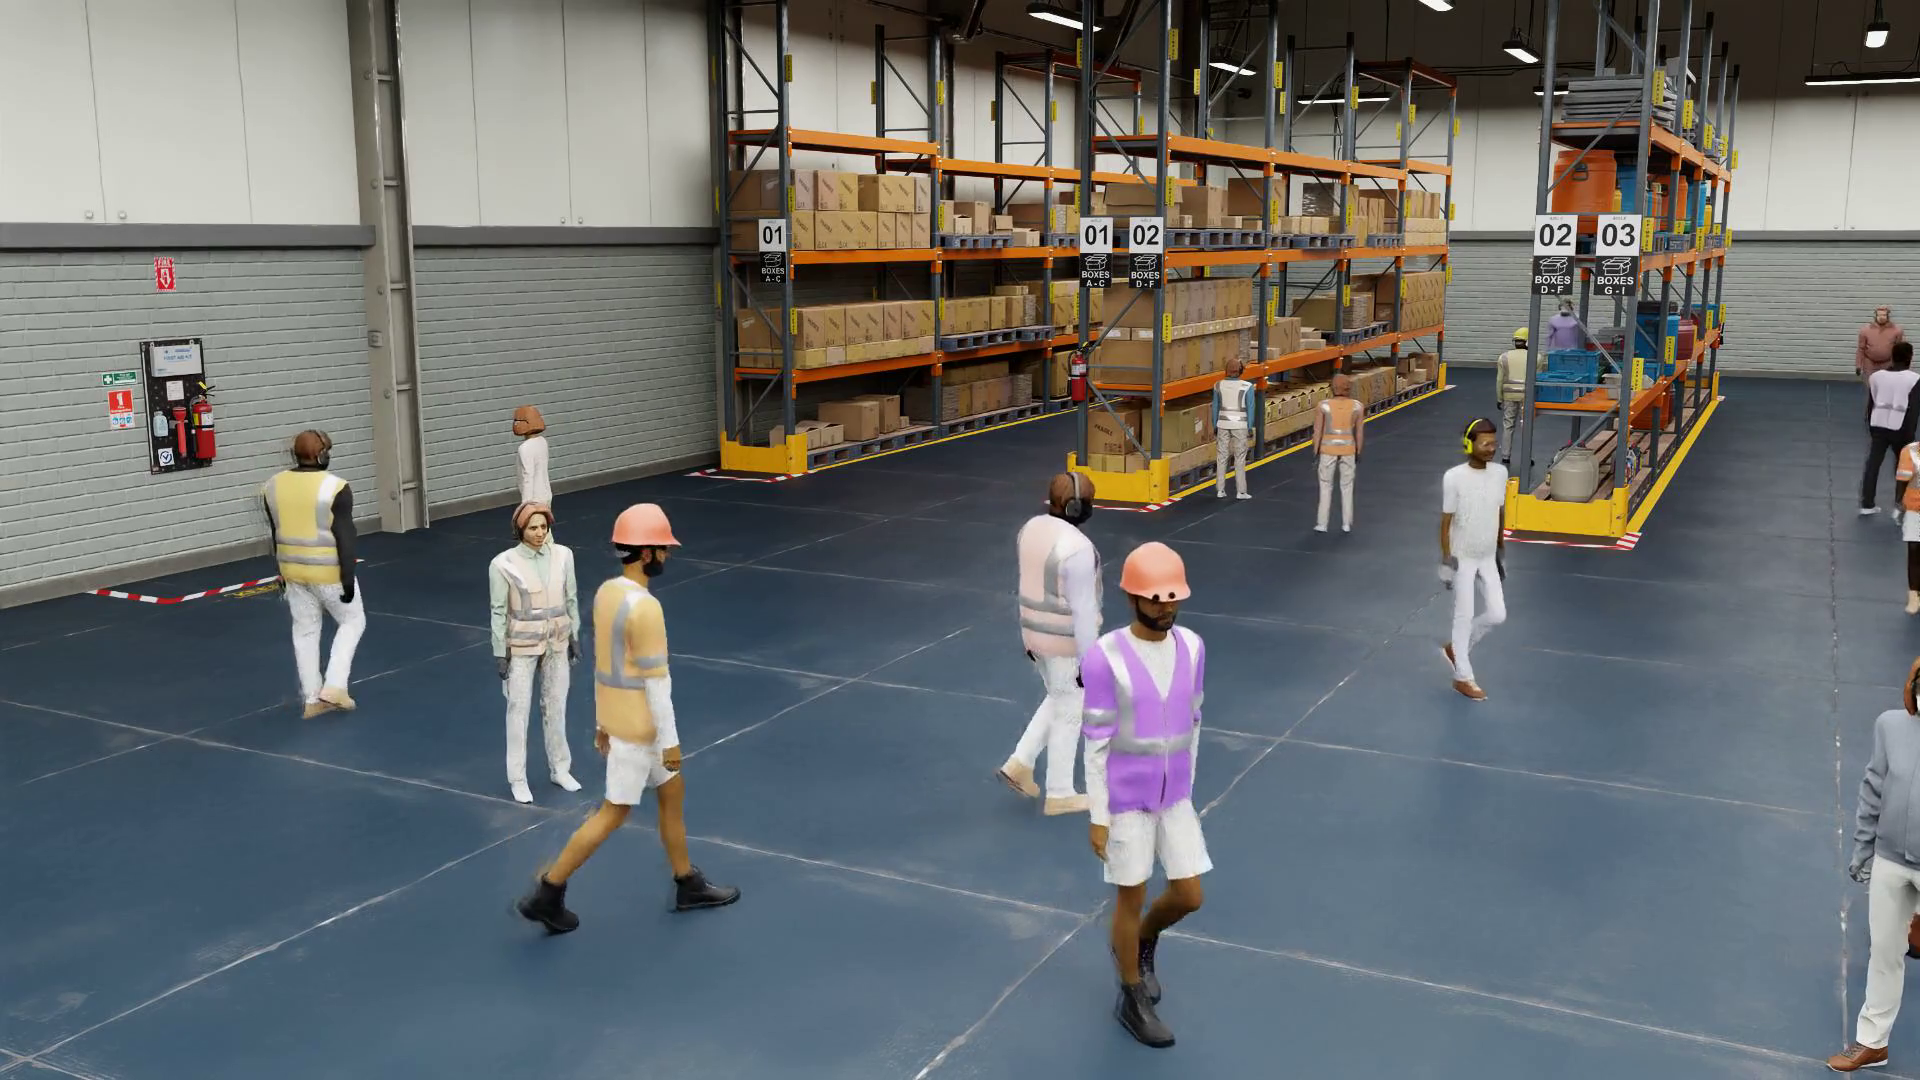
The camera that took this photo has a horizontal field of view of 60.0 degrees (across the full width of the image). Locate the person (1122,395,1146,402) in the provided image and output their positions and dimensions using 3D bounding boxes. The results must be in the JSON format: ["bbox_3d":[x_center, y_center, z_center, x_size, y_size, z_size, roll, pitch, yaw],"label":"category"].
[{"bbox_3d":[2.495,-2.153,23.580,0.523,1.769,0.309,7,13,35],"label":"person"}]

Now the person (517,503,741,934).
[{"bbox_3d":[-1.484,0.784,7.241,0.969,1.896,0.540,-5,11,-24],"label":"person"}]

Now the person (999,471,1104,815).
[{"bbox_3d":[0.530,0.545,8.694,0.445,1.828,0.644,-5,12,-26],"label":"person"}]

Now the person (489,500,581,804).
[{"bbox_3d":[-2.284,0.593,8.968,0.513,1.635,0.311,-10,14,-44],"label":"person"}]

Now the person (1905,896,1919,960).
[{"bbox_3d":[4.203,0.892,6.648,0.697,1.887,0.650,1,10,4],"label":"person"}]

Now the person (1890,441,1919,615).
[{"bbox_3d":[7.785,-0.237,13.351,0.550,1.688,0.364,6,12,32],"label":"person"}]

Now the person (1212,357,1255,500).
[{"bbox_3d":[3.137,-1.277,19.143,0.514,1.641,0.315,7,12,32],"label":"person"}]

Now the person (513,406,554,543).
[{"bbox_3d":[-3.549,-0.302,13.844,0.286,1.633,0.500,1,10,4],"label":"person"}]

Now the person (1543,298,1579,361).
[{"bbox_3d":[10.718,-3.344,29.653,0.662,1.913,0.770,8,13,39],"label":"person"}]

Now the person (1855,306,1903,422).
[{"bbox_3d":[14.904,-2.844,27.012,0.670,1.887,0.447,6,12,28],"label":"person"}]

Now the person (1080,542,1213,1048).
[{"bbox_3d":[0.694,0.947,6.241,0.552,1.920,0.447,-5,11,-24],"label":"person"}]

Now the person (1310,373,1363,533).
[{"bbox_3d":[3.847,-0.880,16.989,0.521,1.638,0.316,0,10,1],"label":"person"}]

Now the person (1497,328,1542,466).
[{"bbox_3d":[7.368,-1.872,21.893,0.586,1.823,0.403,5,12,27],"label":"person"}]

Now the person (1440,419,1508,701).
[{"bbox_3d":[3.384,0.118,10.942,0.553,1.858,0.436,-4,11,-20],"label":"person"}]

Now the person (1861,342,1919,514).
[{"bbox_3d":[10.274,-1.230,18.255,0.982,1.864,0.621,-6,12,-31],"label":"person"}]

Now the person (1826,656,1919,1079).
[{"bbox_3d":[3.389,1.163,5.860,0.289,1.633,0.498,-6,12,-30],"label":"person"}]

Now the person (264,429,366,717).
[{"bbox_3d":[-4.047,0.214,10.492,0.634,1.828,0.440,2,11,12],"label":"person"}]
